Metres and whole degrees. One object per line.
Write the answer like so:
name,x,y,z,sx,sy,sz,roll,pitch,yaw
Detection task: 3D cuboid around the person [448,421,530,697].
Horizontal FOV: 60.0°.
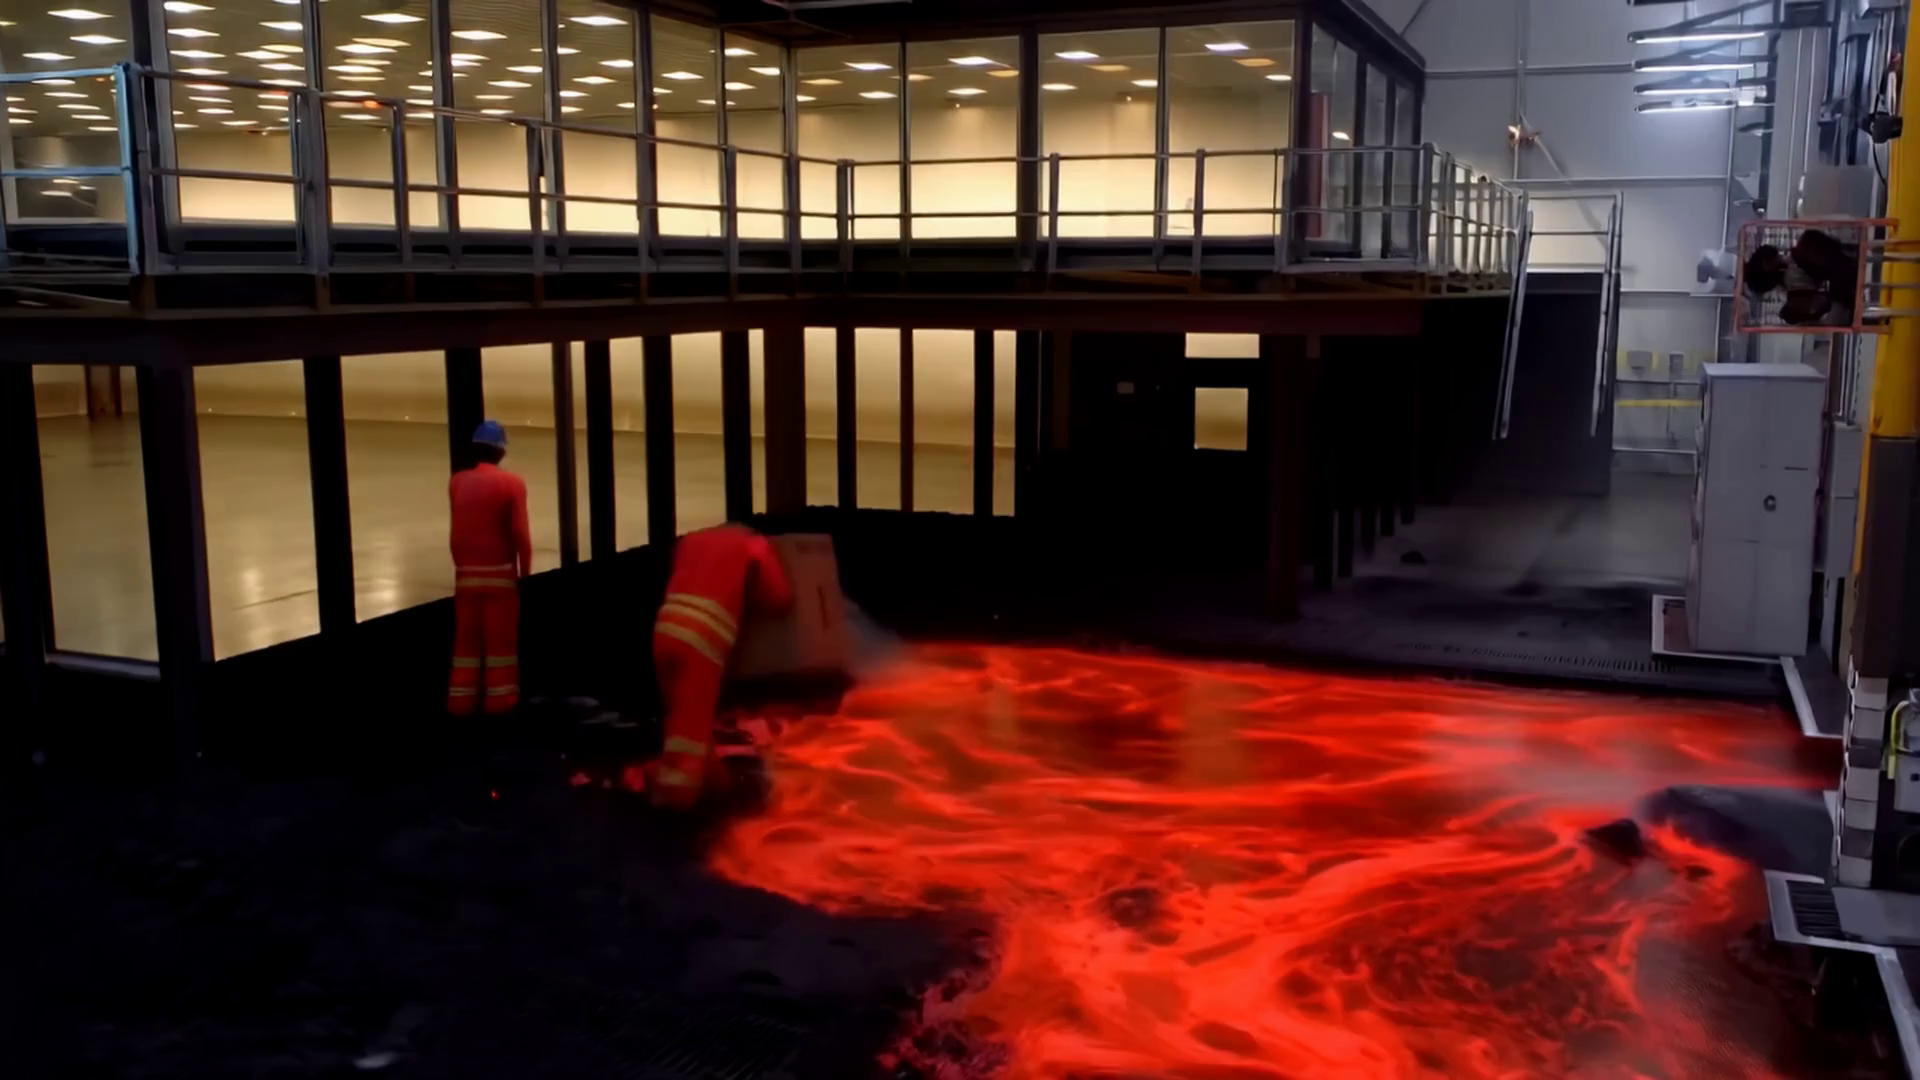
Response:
person,-3.367,0.142,11.968,0.607,1.986,0.398,2,9,11
